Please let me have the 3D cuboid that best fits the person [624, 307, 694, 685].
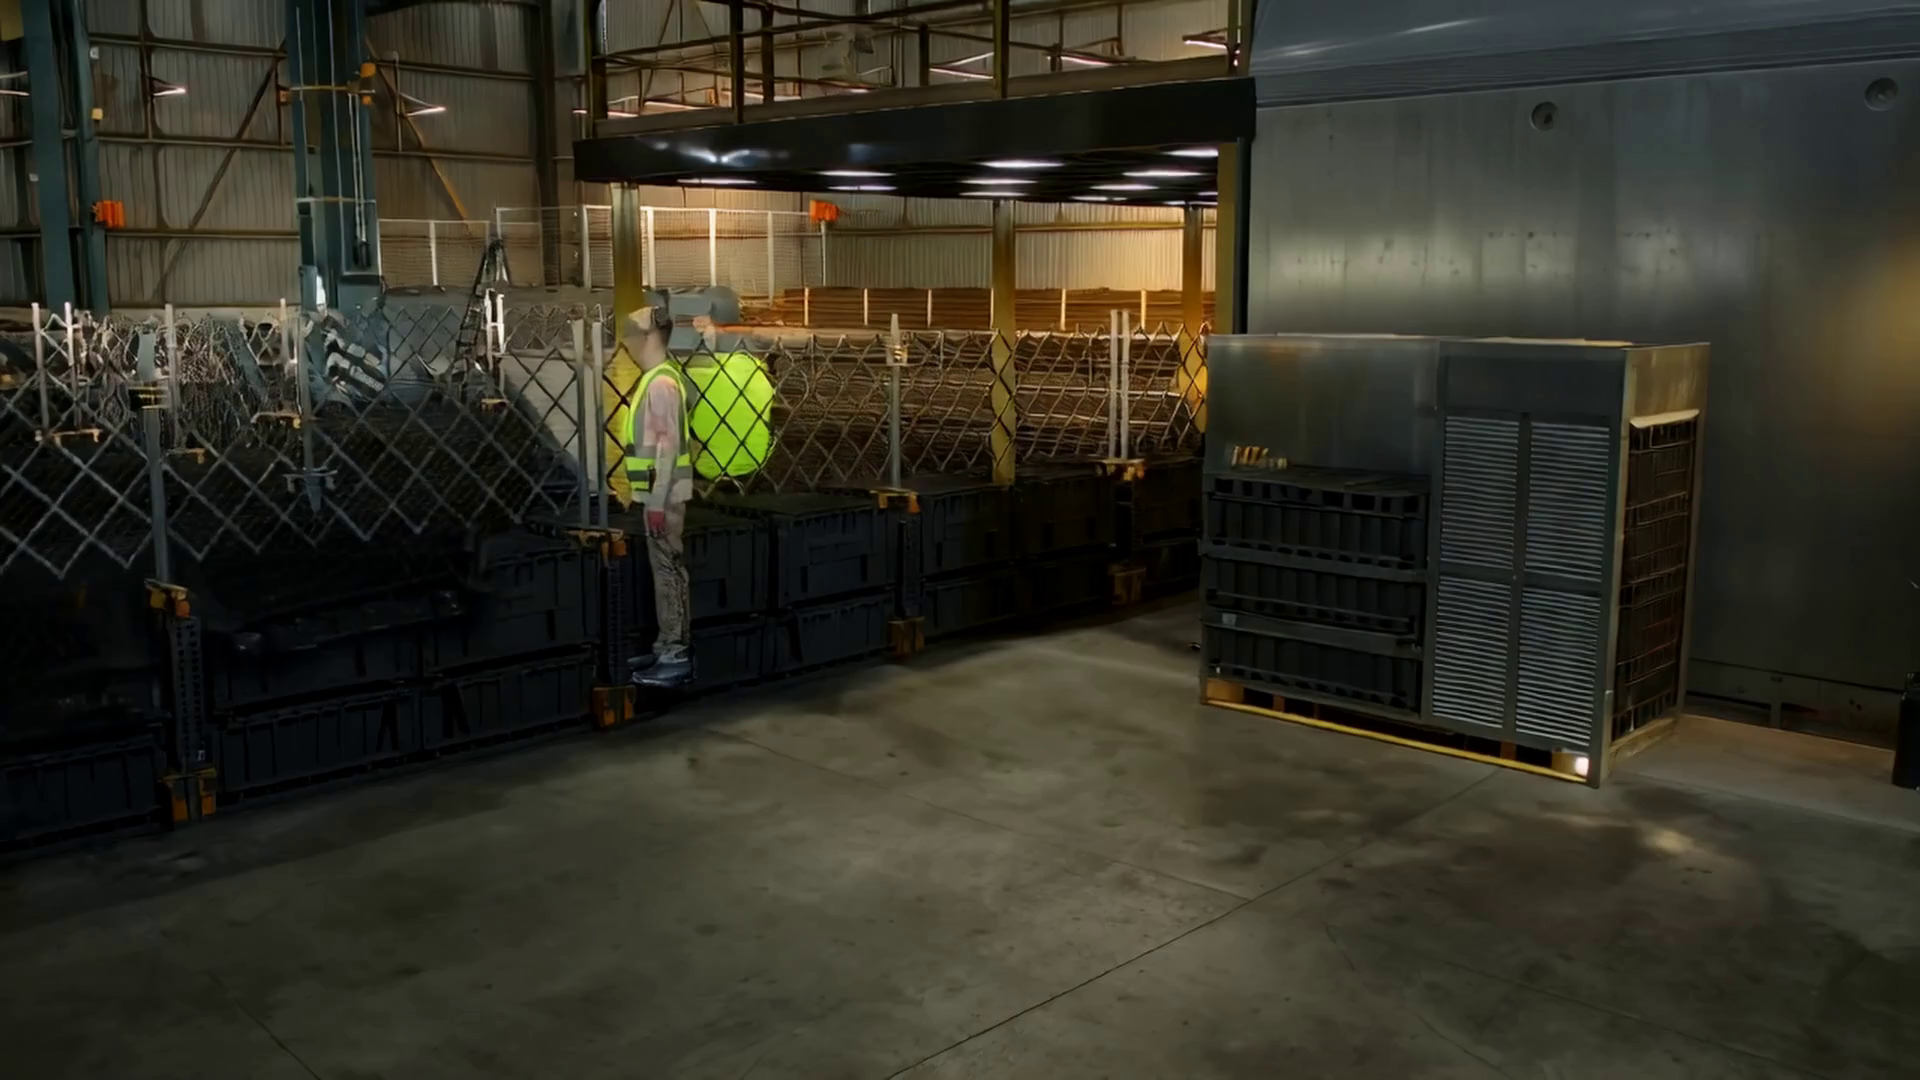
[{"bbox_3d":[-1.515,-0.218,8.334,0.356,1.882,0.572,-2,9,-13],"label":"person"}]
